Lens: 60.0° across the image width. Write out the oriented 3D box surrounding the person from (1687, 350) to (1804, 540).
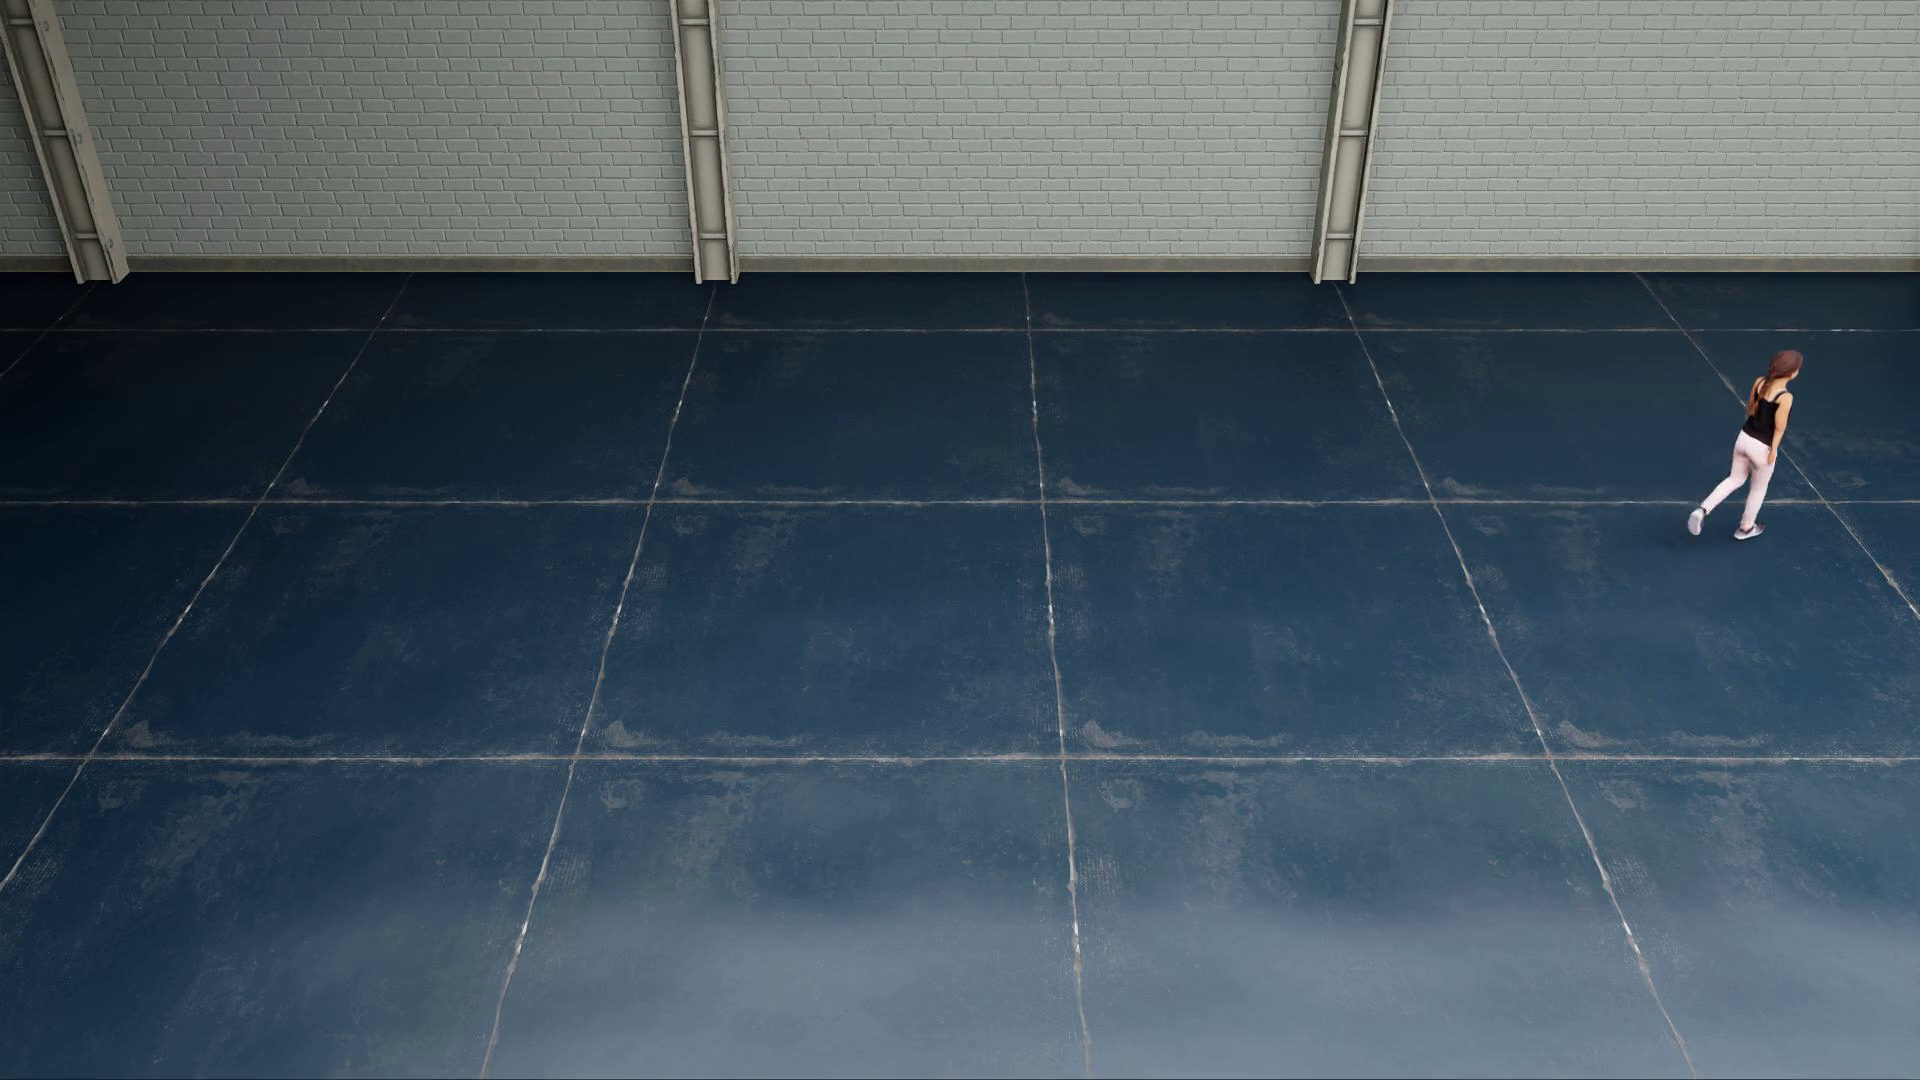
[{"bbox_3d":[5.634,-0.653,11.874,0.958,1.547,0.744,-12,35,-18],"label":"person"}]
